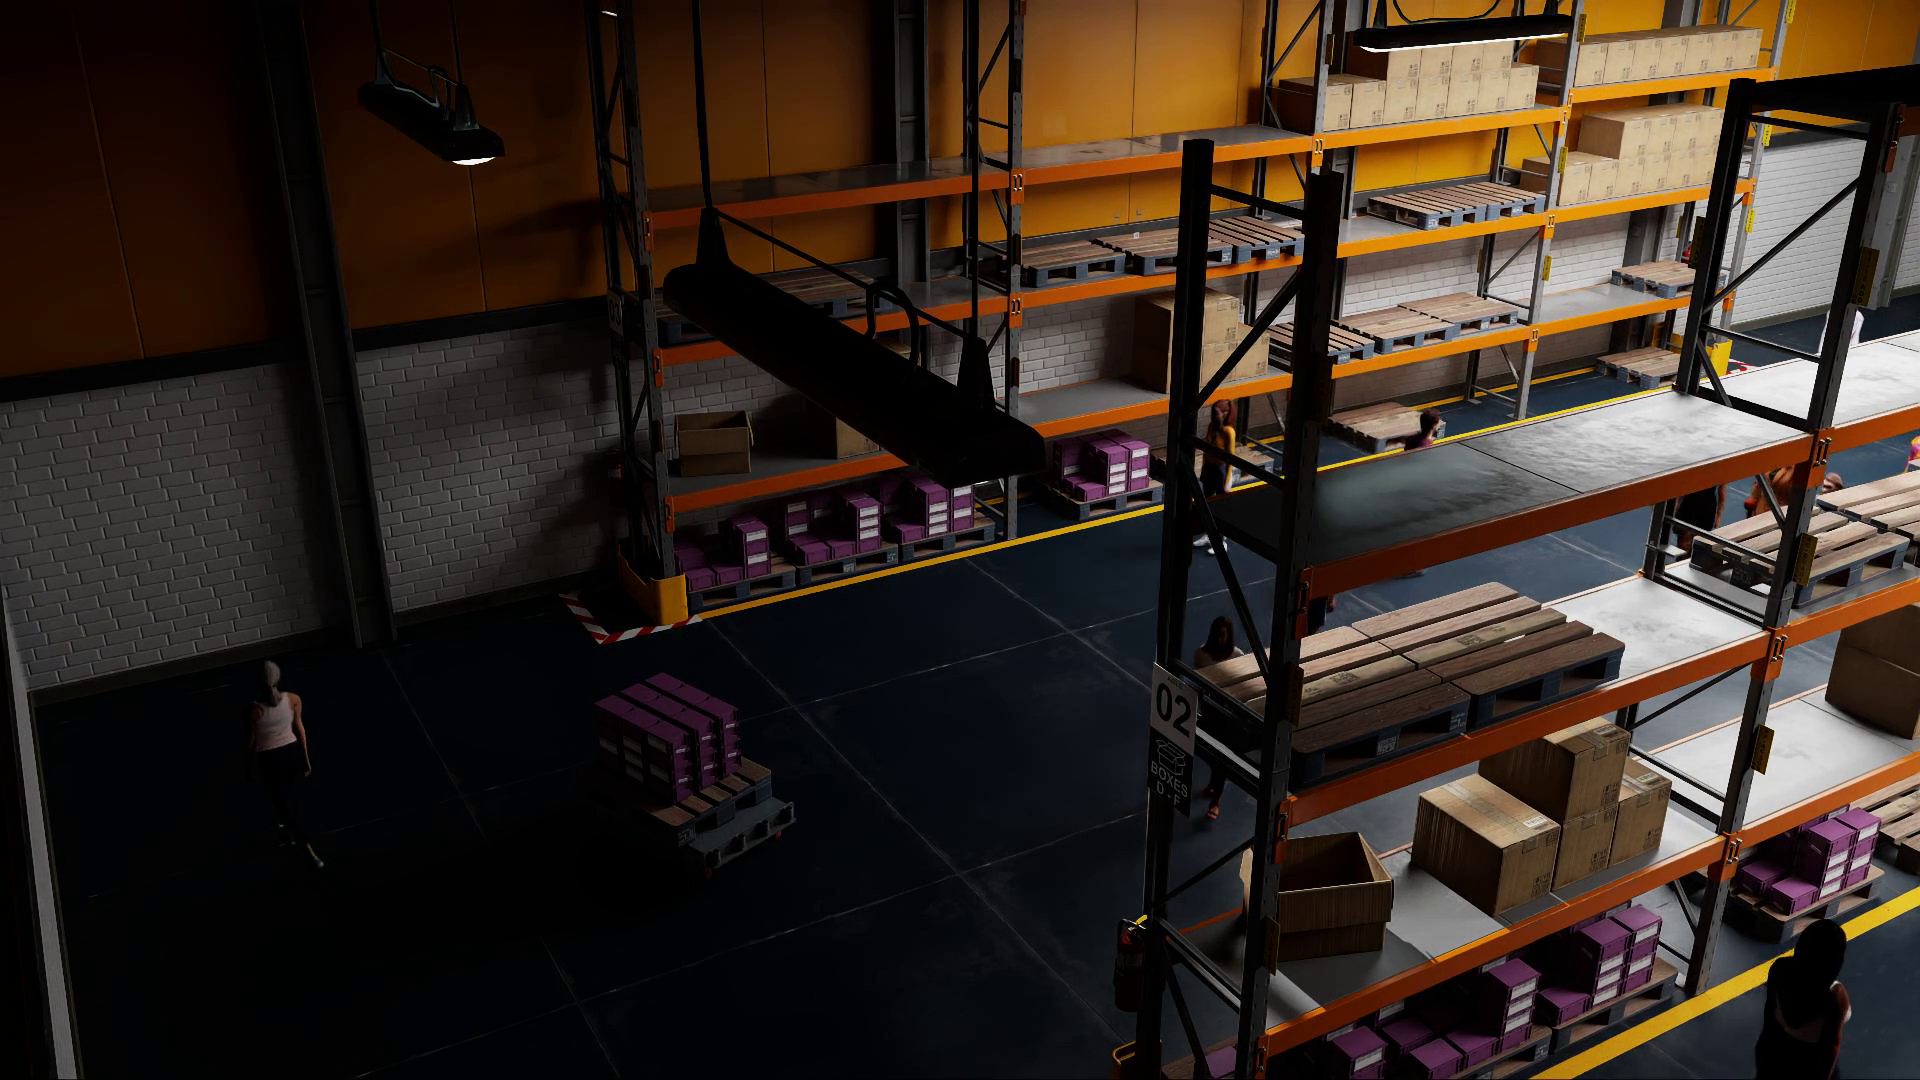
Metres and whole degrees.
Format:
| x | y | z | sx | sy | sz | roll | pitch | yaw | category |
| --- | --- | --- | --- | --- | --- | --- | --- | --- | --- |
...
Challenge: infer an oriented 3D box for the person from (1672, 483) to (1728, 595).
| x | y | z | sx | sy | sz | roll | pitch | yaw | category |
| --- | --- | --- | --- | --- | --- | --- | --- | --- | --- |
| 7.482 | -0.254 | 16.864 | 0.915 | 1.809 | 1.029 | 9 | 25 | 20 | person |

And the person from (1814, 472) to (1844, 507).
| x | y | z | sx | sy | sz | roll | pitch | yaw | category |
| --- | --- | --- | --- | --- | --- | --- | --- | --- | --- |
| 8.376 | 0.131 | 16.144 | 1.030 | 1.679 | 0.720 | -15 | 28 | -31 | person |

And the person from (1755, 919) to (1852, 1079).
| x | y | z | sx | sy | sz | roll | pitch | yaw | category |
| --- | --- | --- | --- | --- | --- | --- | --- | --- | --- |
| 4.690 | 2.989 | 9.465 | 0.640 | 1.792 | 0.657 | -12 | 26 | -26 | person |

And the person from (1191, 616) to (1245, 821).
| x | y | z | sx | sy | sz | roll | pitch | yaw | category |
| --- | --- | --- | --- | --- | --- | --- | --- | --- | --- |
| 2.093 | 1.329 | 13.429 | 0.914 | 1.659 | 1.010 | 9 | 25 | 20 | person |

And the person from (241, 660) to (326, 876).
| x | y | z | sx | sy | sz | roll | pitch | yaw | category |
| --- | --- | --- | --- | --- | --- | --- | --- | --- | --- |
| -5.069 | 1.736 | 12.486 | 0.893 | 1.668 | 1.158 | 21 | 31 | 40 | person |

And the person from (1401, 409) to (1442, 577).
| x | y | z | sx | sy | sz | roll | pitch | yaw | category |
| --- | --- | --- | --- | --- | --- | --- | --- | --- | --- |
| 4.693 | -0.466 | 17.315 | 0.781 | 1.836 | 0.723 | -8 | 25 | -17 | person |

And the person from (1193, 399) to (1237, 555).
| x | y | z | sx | sy | sz | roll | pitch | yaw | category |
| --- | --- | --- | --- | --- | --- | --- | --- | --- | --- |
| 2.786 | -0.698 | 17.954 | 0.523 | 1.748 | 0.594 | -14 | 27 | -29 | person |
